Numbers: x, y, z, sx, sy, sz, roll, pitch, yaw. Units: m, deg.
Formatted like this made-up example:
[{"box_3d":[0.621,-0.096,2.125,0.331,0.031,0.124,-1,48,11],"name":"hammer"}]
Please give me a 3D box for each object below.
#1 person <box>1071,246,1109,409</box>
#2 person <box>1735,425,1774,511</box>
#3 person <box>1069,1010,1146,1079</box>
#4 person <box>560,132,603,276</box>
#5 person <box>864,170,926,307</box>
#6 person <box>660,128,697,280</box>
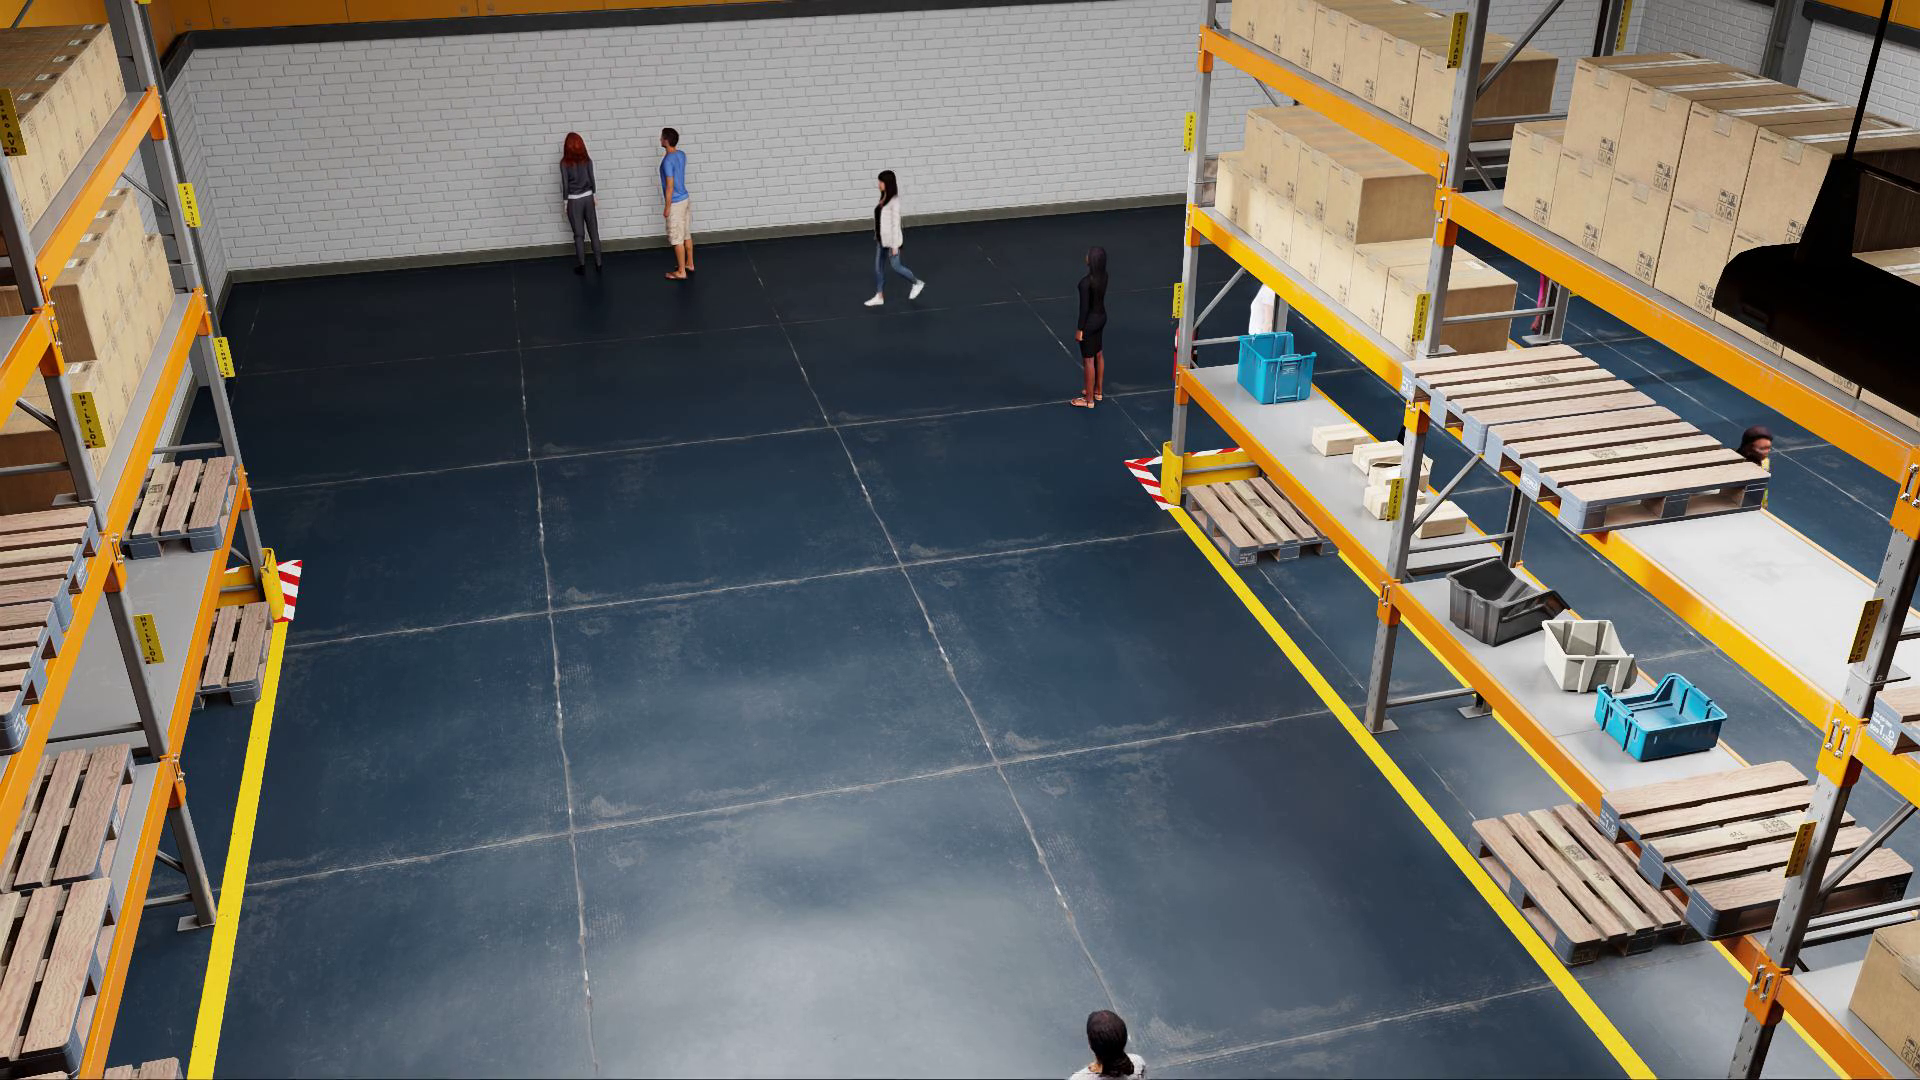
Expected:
[{"box_3d":[1.361,-2.216,17.175,0.730,1.721,0.674,16,32,27],"name":"person"},{"box_3d":[6.235,-0.210,13.585,0.755,1.636,0.784,-13,31,-22],"name":"person"},{"box_3d":[0.696,2.930,7.704,0.731,1.755,0.984,-15,32,-25],"name":"person"},{"box_3d":[-4.742,-4.206,20.763,0.641,1.779,0.588,-17,33,-28],"name":"person"},{"box_3d":[-0.768,-3.580,19.788,0.866,1.613,1.027,-16,32,-26],"name":"person"},{"box_3d":[-3.512,-4.191,20.647,0.802,1.863,0.689,8,30,14],"name":"person"}]
